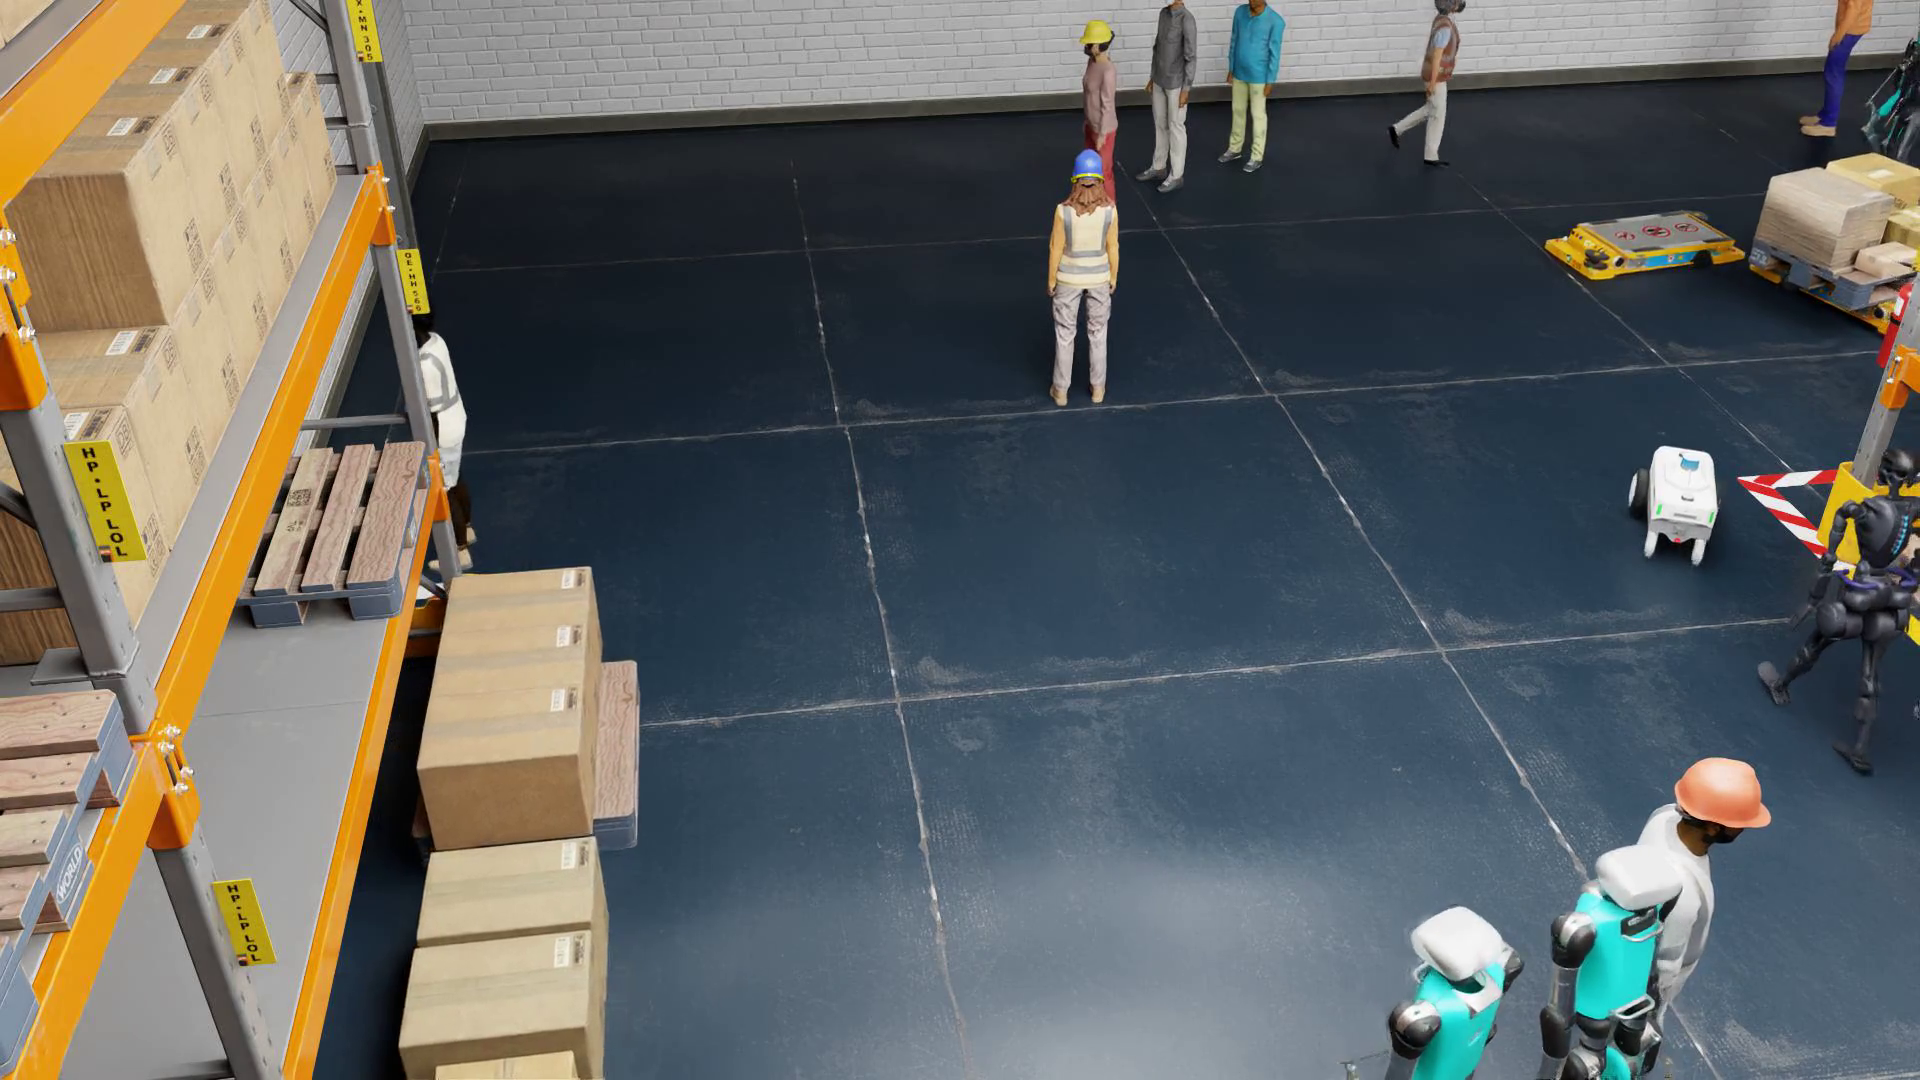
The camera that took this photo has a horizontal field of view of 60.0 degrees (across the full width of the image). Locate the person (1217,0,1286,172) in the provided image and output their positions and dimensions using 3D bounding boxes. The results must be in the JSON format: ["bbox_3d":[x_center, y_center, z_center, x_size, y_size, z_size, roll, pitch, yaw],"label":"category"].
[{"bbox_3d":[2.613,-4.207,14.942,0.333,1.746,0.557,-24,40,-32],"label":"person"}]

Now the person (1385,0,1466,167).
[{"bbox_3d":[4.247,-4.207,15.007,0.547,1.675,0.436,8,34,12],"label":"person"}]

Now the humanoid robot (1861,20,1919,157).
[{"bbox_3d":[8.279,-3.944,14.621,0.683,1.860,0.538,-7,34,-10],"label":"humanoid robot"}]

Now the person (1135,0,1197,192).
[{"bbox_3d":[1.845,-4.000,14.491,0.382,1.898,0.547,-17,37,-24],"label":"person"}]

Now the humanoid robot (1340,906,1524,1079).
[{"bbox_3d":[1.420,1.843,5.665,0.532,1.775,0.666,-22,39,-30],"label":"humanoid robot"}]

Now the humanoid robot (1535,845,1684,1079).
[{"bbox_3d":[2.271,1.923,5.636,0.532,1.860,0.754,-17,37,-24],"label":"humanoid robot"}]

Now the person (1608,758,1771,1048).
[{"bbox_3d":[2.497,1.546,5.971,0.386,1.930,0.547,12,35,17],"label":"person"}]

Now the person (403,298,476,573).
[{"bbox_3d":[-2.994,-0.628,9.514,0.340,1.689,0.543,-7,34,-10],"label":"person"}]

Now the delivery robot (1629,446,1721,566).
[{"bbox_3d":[4.317,-0.253,9.966,0.499,0.580,0.766,10,35,15],"label":"delivery robot"}]

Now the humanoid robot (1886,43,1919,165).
[{"bbox_3d":[8.239,-3.762,14.322,0.330,1.650,0.584,1,33,2],"label":"humanoid robot"}]

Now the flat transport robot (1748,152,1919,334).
[{"bbox_3d":[6.911,-1.952,12.844,0.659,0.231,1.431,-15,36,-21],"label":"flat transport robot"}]

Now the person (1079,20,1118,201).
[{"bbox_3d":[1.117,-3.399,13.699,0.339,1.758,0.520,-8,34,-12],"label":"person"}]

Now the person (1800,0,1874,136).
[{"bbox_3d":[8.345,-4.828,15.695,0.425,1.972,0.524,14,36,20],"label":"person"}]

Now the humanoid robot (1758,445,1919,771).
[{"bbox_3d":[4.418,0.289,8.159,0.589,1.618,0.808,-4,33,-6],"label":"humanoid robot"}]

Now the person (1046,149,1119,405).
[{"bbox_3d":[0.819,-1.748,11.159,0.474,1.771,0.334,-3,33,-5],"label":"person"}]

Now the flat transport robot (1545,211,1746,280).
[{"bbox_3d":[5.577,-2.396,13.525,1.431,0.231,0.659,-9,34,-13],"label":"flat transport robot"}]
